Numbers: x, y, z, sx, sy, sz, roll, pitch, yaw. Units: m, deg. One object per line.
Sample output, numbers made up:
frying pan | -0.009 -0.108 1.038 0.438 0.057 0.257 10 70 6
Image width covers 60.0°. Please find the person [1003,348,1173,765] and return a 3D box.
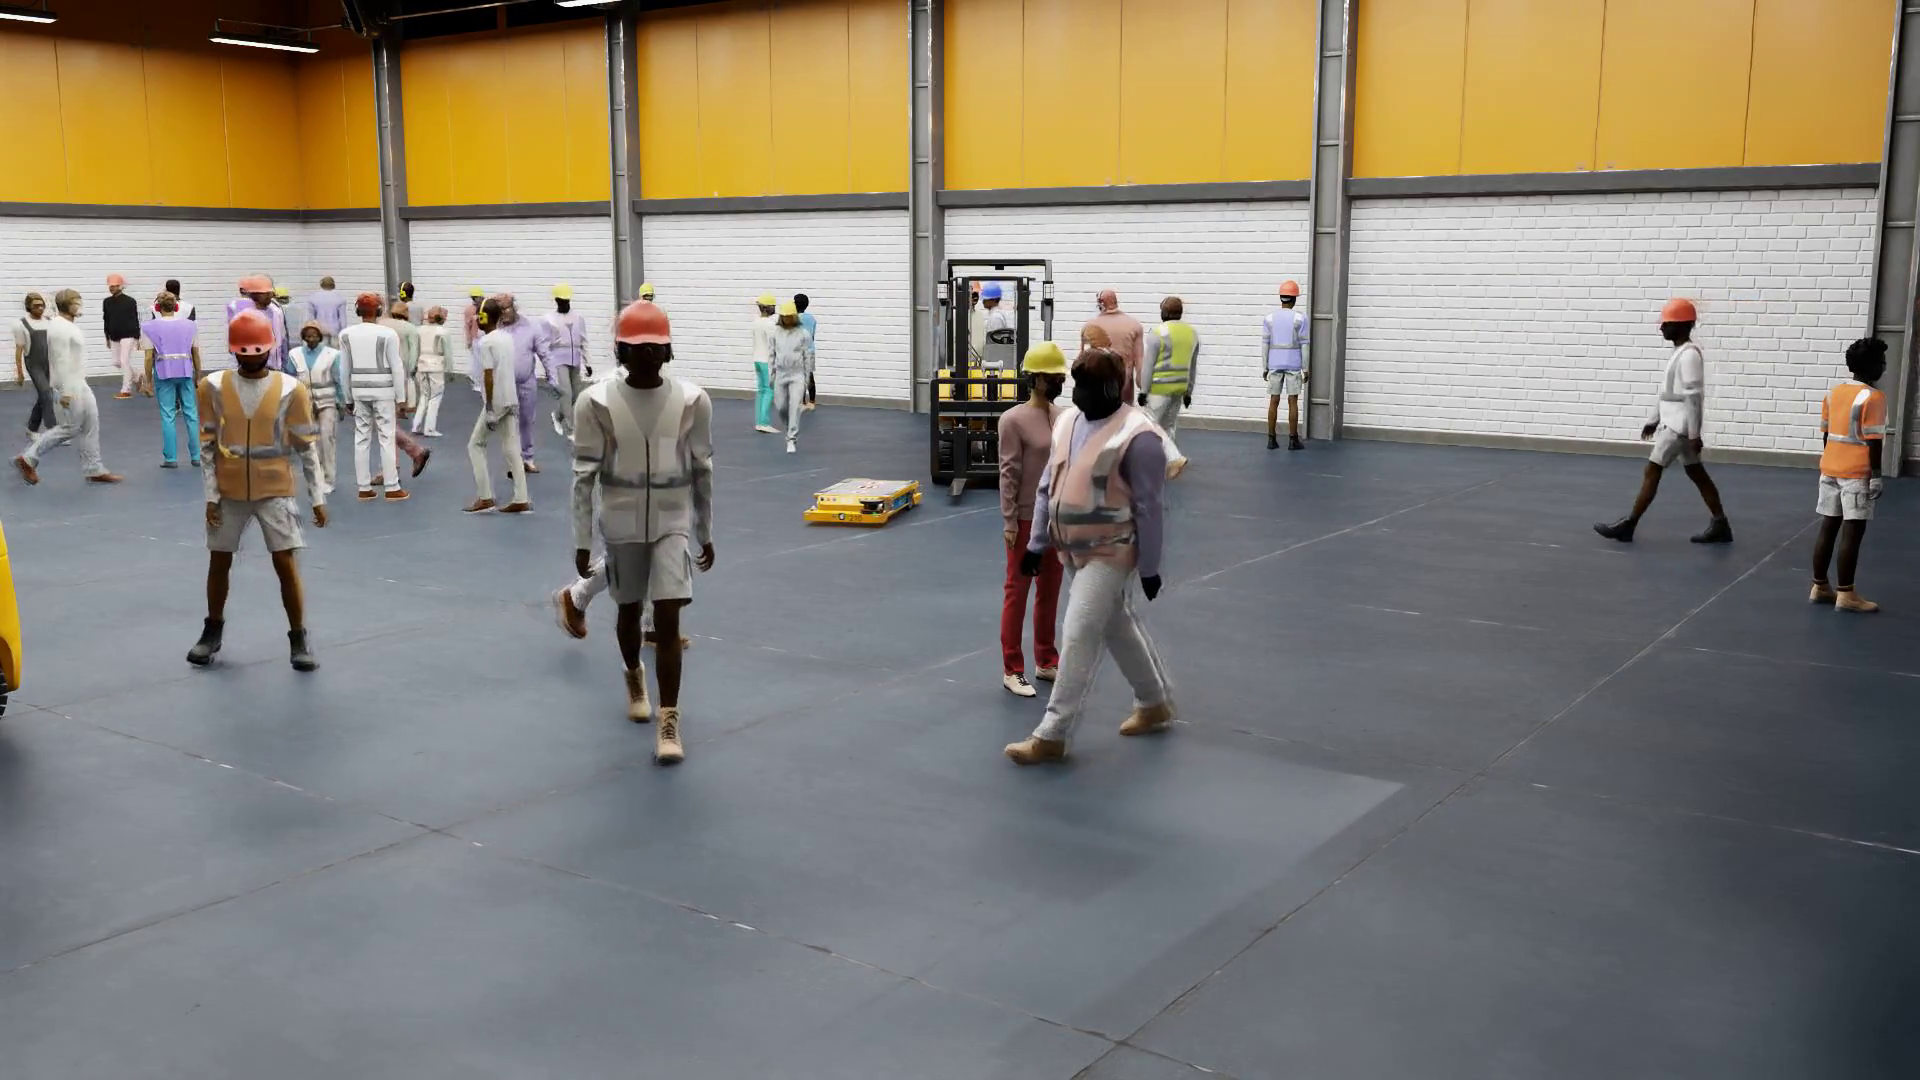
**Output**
person | 0.620 0.051 7.325 0.980 1.798 0.617 -5 11 -29

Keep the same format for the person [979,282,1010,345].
person | 0.364 -2.026 19.291 0.574 1.915 0.710 1 10 6

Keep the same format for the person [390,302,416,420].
person | -7.612 -2.405 22.441 0.544 1.609 0.516 1 10 7

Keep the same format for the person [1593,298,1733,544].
person | 5.454 -0.893 12.676 1.018 1.885 0.550 4 10 21

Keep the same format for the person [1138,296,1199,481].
person | 2.011 -1.452 16.147 0.652 1.824 0.658 -7 12 -36

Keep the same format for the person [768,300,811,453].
person | -1.934 -1.874 18.970 0.487 1.724 0.616 1 10 4

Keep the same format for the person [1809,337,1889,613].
person | 5.529 -0.407 10.303 0.318 1.697 0.540 -1 10 -4

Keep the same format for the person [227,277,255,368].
person | -10.669 -2.974 24.928 0.572 1.921 0.469 -3 10 -17

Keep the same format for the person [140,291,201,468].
person | -8.208 -1.666 17.358 0.564 1.846 0.394 -8 13 -40

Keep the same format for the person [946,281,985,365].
person | 0.088 -1.926 18.468 0.379 1.996 0.608 8 12 39

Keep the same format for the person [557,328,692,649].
person | -1.860 -0.305 9.212 0.681 1.867 0.600 3 10 16

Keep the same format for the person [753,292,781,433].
person | -2.430 -2.236 20.997 0.325 1.767 0.535 -6 11 -30

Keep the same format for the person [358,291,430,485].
person | -5.522 -1.476 16.160 0.576 1.876 0.763 -4 10 -22

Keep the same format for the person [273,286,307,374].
person | -9.726 -2.735 23.859 0.887 1.789 0.611 9 13 42

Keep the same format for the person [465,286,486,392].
person | -7.982 -3.326 27.524 0.423 1.752 0.545 5 11 27

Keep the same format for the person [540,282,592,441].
person | -4.802 -2.165 20.148 0.792 1.905 0.591 9 13 42

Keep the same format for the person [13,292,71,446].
person | -10.852 -2.013 19.567 0.943 1.807 0.511 5 11 26

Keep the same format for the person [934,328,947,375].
person | -0.066 -2.213 21.300 0.516 1.608 0.396 -3 10 -16

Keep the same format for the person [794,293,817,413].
person | -2.252 -2.664 23.747 0.320 1.697 0.532 6 11 31

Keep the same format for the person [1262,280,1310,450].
person | 3.738 -1.997 19.065 0.552 1.935 0.362 5 11 26

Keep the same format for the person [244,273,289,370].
person | -8.543 -2.285 20.473 0.540 2.000 0.686 -2 10 -15

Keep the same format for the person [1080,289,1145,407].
person | 1.557 -1.612 16.957 0.684 1.872 0.623 1 10 5

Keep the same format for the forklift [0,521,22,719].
forklift | -5.296 -0.090 6.943 1.214 2.155 2.313 7 12 35

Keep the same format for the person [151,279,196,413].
person | -11.211 -2.769 23.791 0.603 1.901 0.536 -2 10 -14

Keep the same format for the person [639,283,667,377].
person | -4.629 -2.888 24.682 0.600 1.831 0.404 -8 12 -40

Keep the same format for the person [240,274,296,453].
person | -7.874 -1.976 18.715 0.796 2.013 0.614 3 10 19

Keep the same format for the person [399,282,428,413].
person | -7.826 -2.733 23.696 0.320 1.860 0.519 4 10 23

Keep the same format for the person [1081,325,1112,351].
person | 1.224 -1.042 14.317 0.424 1.614 0.566 -7 12 -35

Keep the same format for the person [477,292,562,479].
person | -4.403 -1.541 16.633 0.766 1.844 0.953 -4 10 -22

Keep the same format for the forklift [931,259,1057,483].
forklift | 0.370 -1.738 16.759 1.214 2.155 2.313 1 10 3

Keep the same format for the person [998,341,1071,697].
person | 0.408 -0.111 8.337 0.525 1.770 0.307 -9 13 -42

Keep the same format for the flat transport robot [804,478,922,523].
flat transport robot | -0.807 -0.348 14.195 0.652 0.197 1.431 2 10 12

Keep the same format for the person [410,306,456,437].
person | -6.462 -2.066 20.424 0.537 1.610 0.425 5 11 25

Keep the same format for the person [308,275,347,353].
person | -10.897 -3.605 28.707 0.631 1.917 0.719 -3 10 -18

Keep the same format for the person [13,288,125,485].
person | -8.582 -1.450 15.901 0.850 1.916 0.637 -3 10 -17

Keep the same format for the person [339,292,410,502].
person | -5.257 -1.278 14.940 0.583 1.884 0.350 1 10 8

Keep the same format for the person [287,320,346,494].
person | -5.967 -1.240 15.486 0.545 1.621 0.417 0 10 -1

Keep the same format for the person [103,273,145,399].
person | -13.207 -3.228 26.320 0.625 1.975 0.742 2 10 14

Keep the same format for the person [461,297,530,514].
person | -4.006 -1.135 14.214 0.704 1.849 0.533 3 10 19

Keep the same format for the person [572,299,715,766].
person | -1.418 -0.077 7.470 0.629 2.005 1.022 -2 10 -14

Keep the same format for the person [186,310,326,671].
person | -3.768 -0.254 8.787 0.779 1.907 0.587 -3 10 -15
